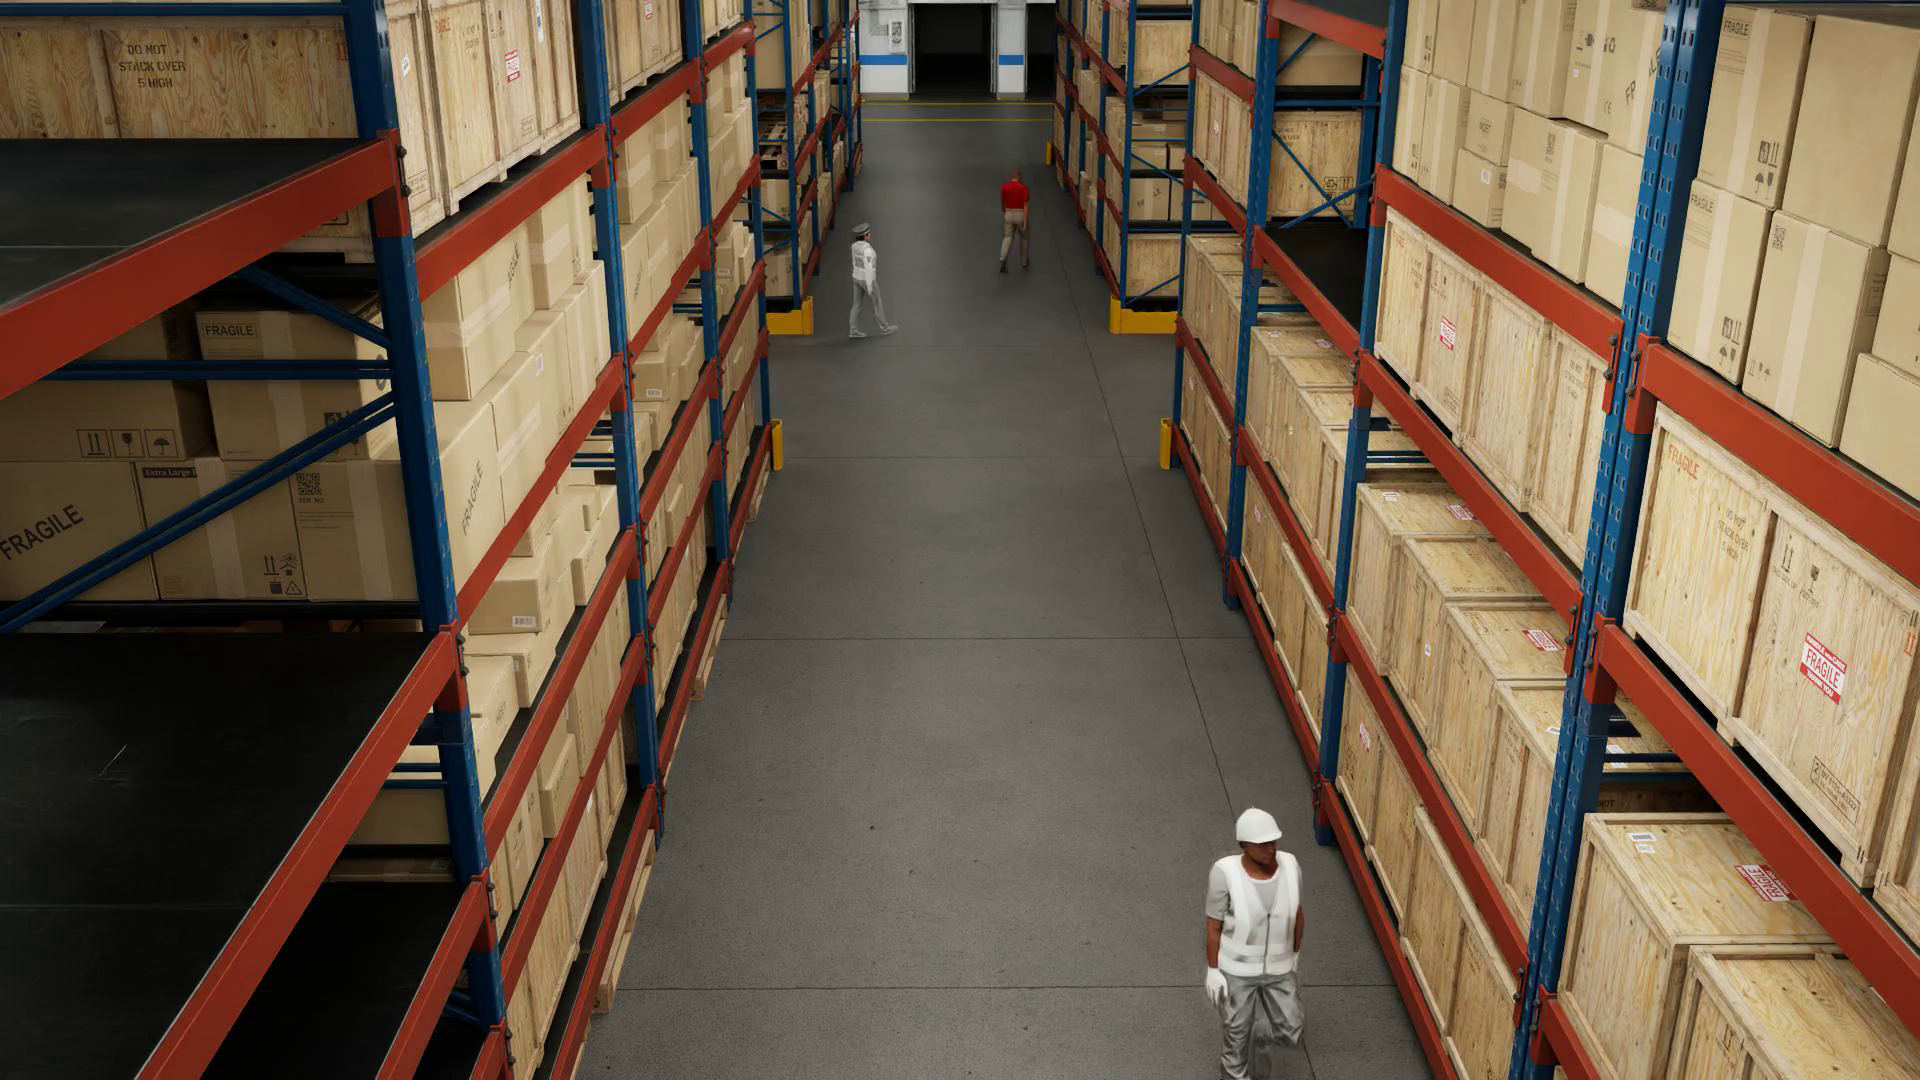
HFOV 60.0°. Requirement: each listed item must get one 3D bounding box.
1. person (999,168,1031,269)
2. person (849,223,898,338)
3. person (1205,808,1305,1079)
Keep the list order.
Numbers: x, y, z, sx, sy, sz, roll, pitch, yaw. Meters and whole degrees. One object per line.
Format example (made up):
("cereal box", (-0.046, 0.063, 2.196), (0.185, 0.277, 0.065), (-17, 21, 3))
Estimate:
("person", (0.951, -5.535, 28.611), (0.534, 1.704, 0.948), (7, 23, 17))
("person", (-1.310, -3.802, 24.255), (0.763, 1.677, 0.493), (-17, 27, -37))
("person", (1.552, 2.235, 8.776), (0.565, 1.778, 0.561), (-4, 22, -9))
